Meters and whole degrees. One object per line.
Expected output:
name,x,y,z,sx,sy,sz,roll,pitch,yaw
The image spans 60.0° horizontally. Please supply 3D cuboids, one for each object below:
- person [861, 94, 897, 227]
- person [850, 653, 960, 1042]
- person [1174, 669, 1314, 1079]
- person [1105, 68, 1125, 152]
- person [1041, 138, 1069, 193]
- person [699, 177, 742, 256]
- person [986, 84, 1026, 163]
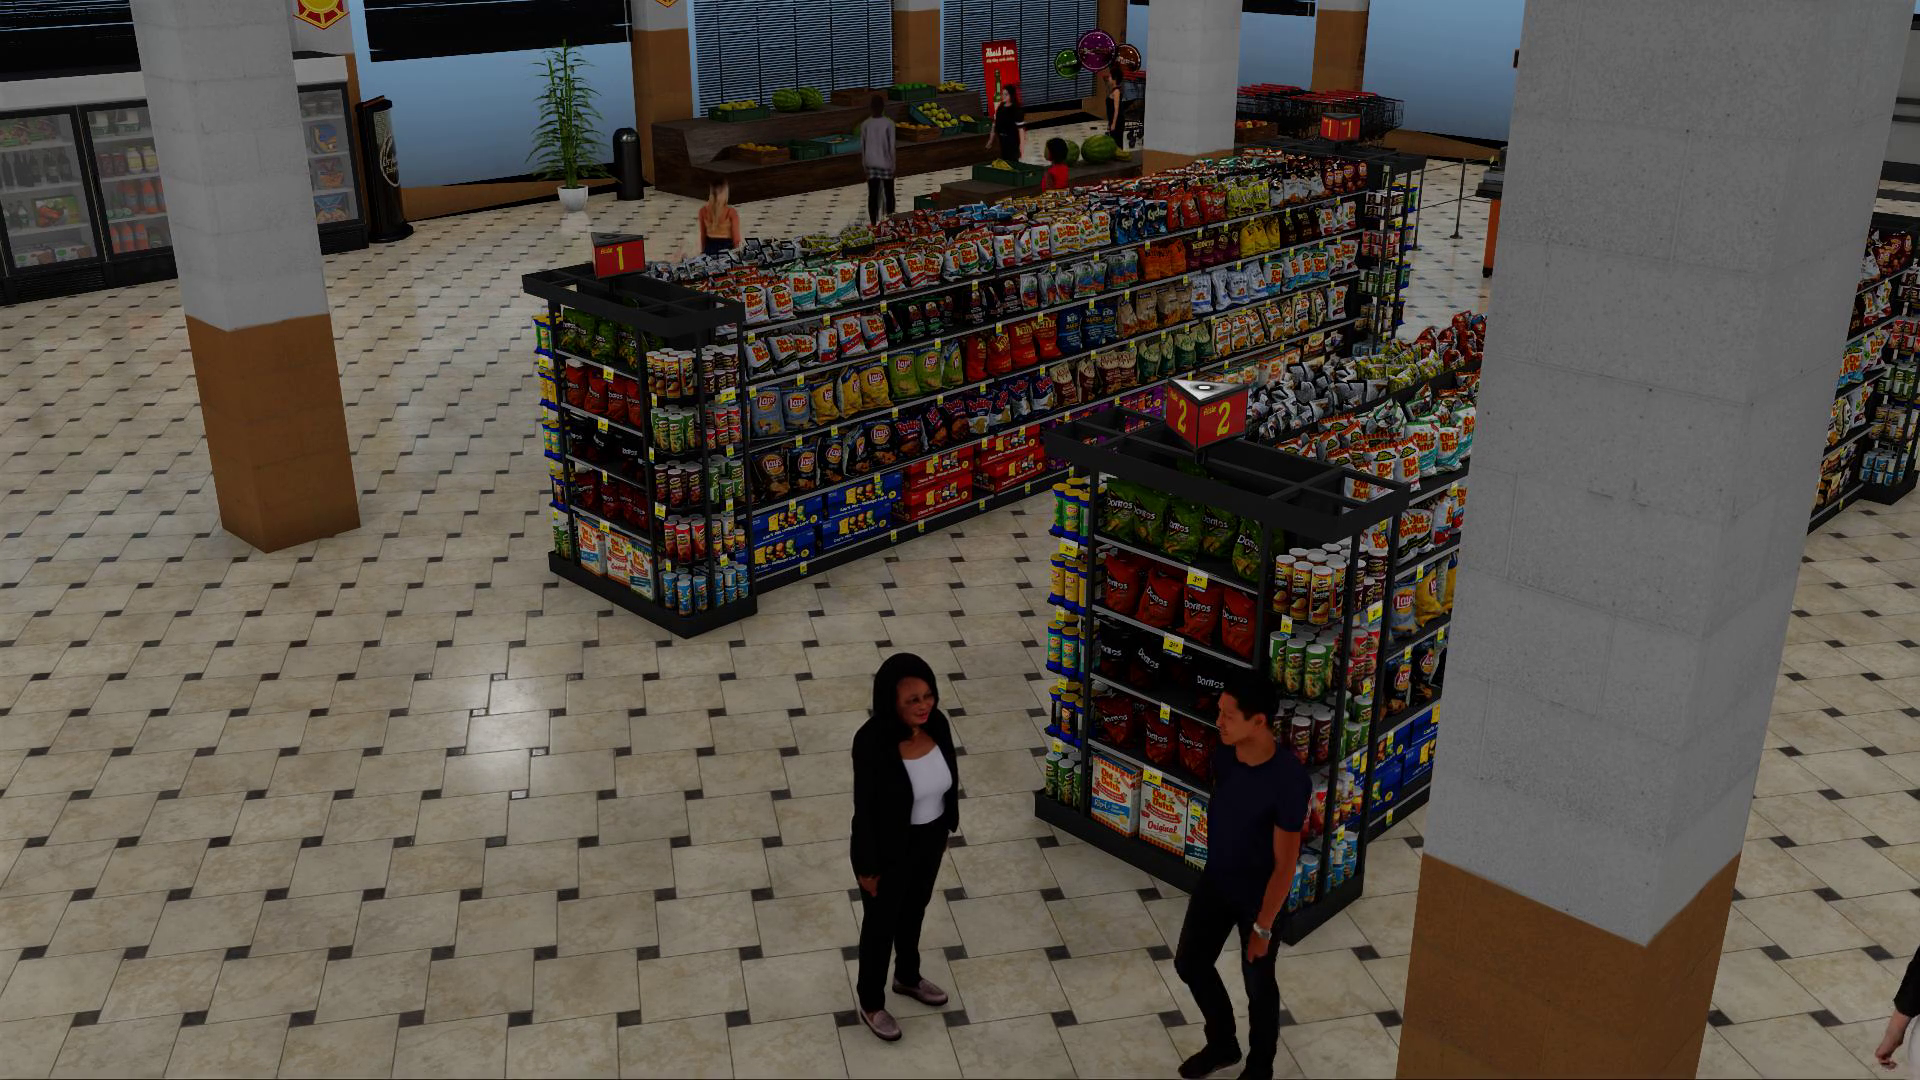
person,-1.038,-4.650,20.833,0.950,1.744,1.104,5,22,13
person,-0.235,1.173,6.515,0.727,1.615,0.577,17,28,36
person,1.122,1.255,6.101,0.647,1.770,0.682,-16,27,-35
person,2.363,-6.303,25.138,0.731,1.602,0.642,3,22,8
person,1.092,-3.390,17.711,0.727,1.734,0.704,11,24,26
person,-2.342,-2.672,16.093,0.939,1.607,1.077,4,22,9
person,0.745,-5.509,23.183,1.112,1.585,0.632,-18,28,-38
